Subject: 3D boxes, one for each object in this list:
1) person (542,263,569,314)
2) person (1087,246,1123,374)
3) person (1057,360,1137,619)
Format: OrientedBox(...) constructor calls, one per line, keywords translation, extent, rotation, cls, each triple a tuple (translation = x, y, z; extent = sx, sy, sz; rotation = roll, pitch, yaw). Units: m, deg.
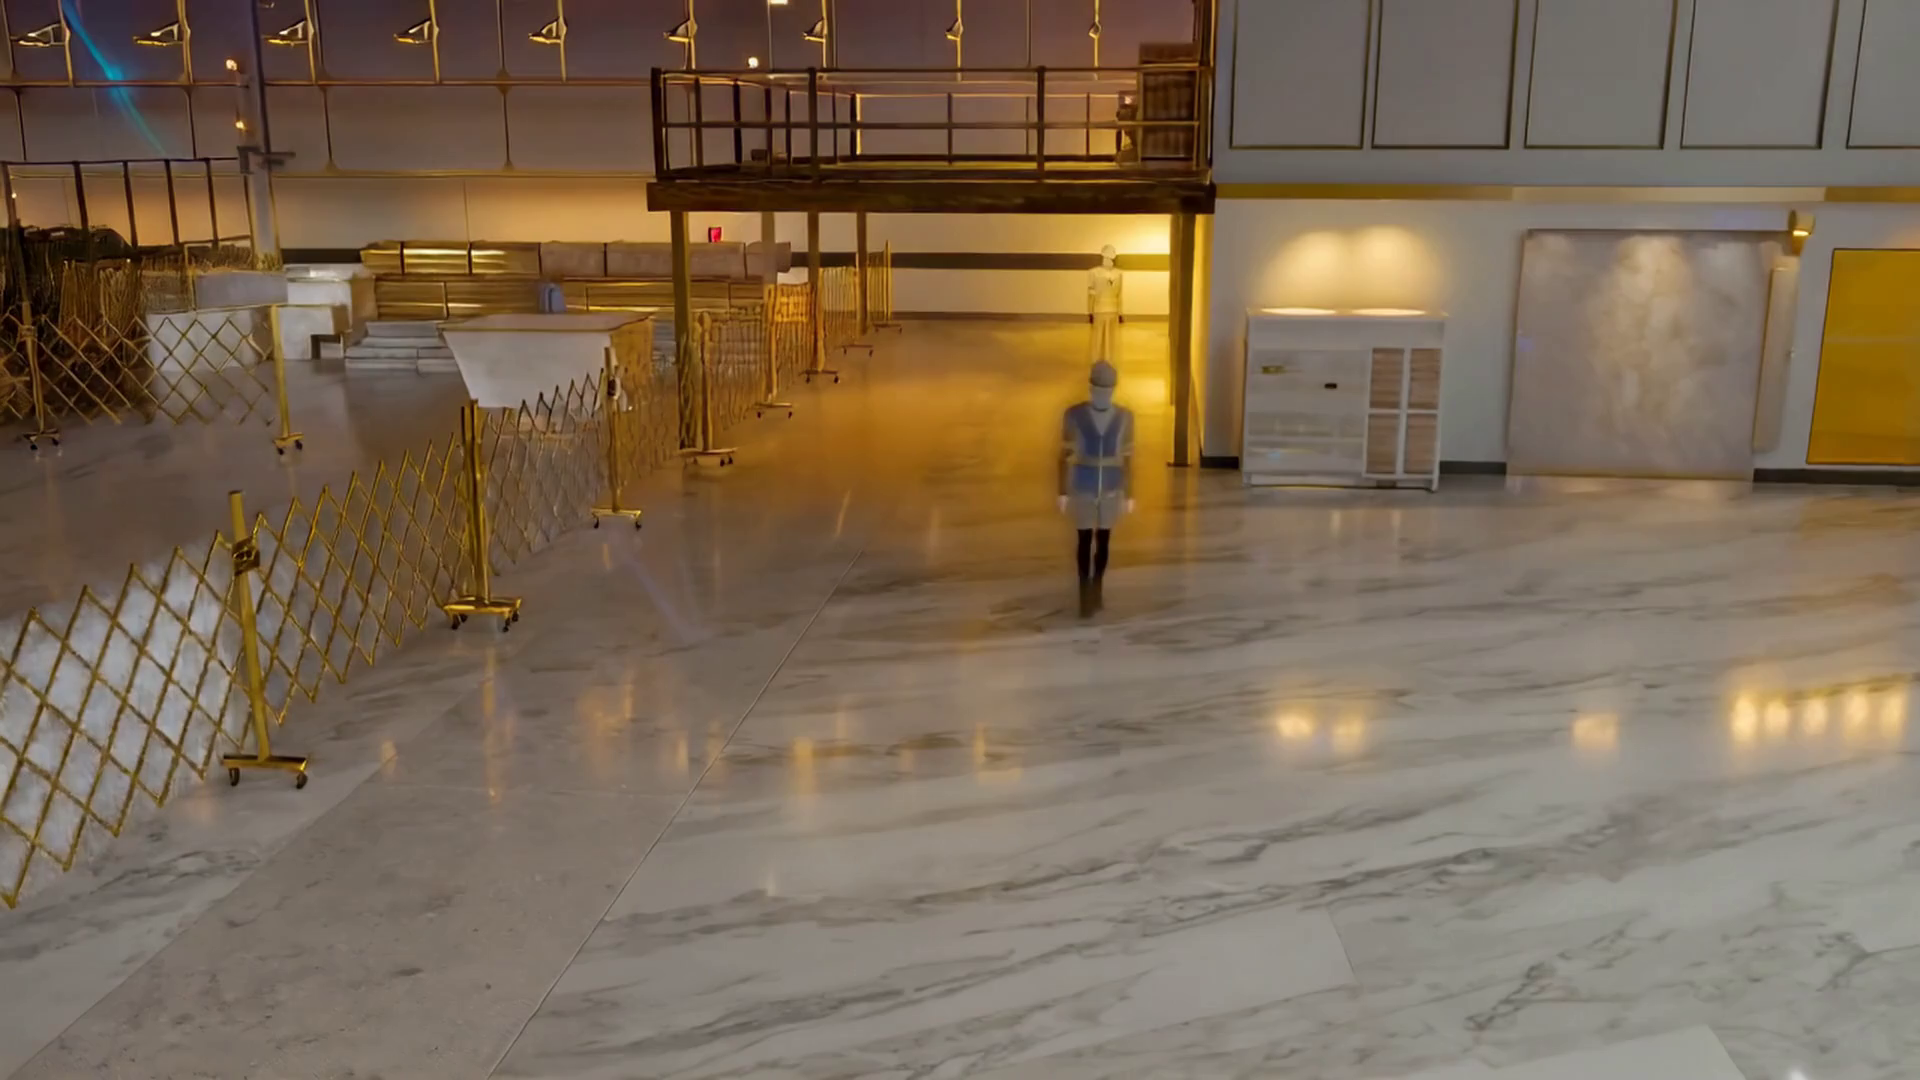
OrientedBox(translation=(-5.386, -2.825, 22.517), extent=(0.989, 1.827, 0.583), rotation=(-6, 15, -24), cls="person")
OrientedBox(translation=(2.173, -3.416, 24.763), extent=(0.585, 1.918, 0.379), rotation=(-6, 15, -24), cls="person")
OrientedBox(translation=(1.035, -0.362, 12.290), extent=(0.578, 1.907, 0.800), rotation=(-2, 14, -8), cls="person")
